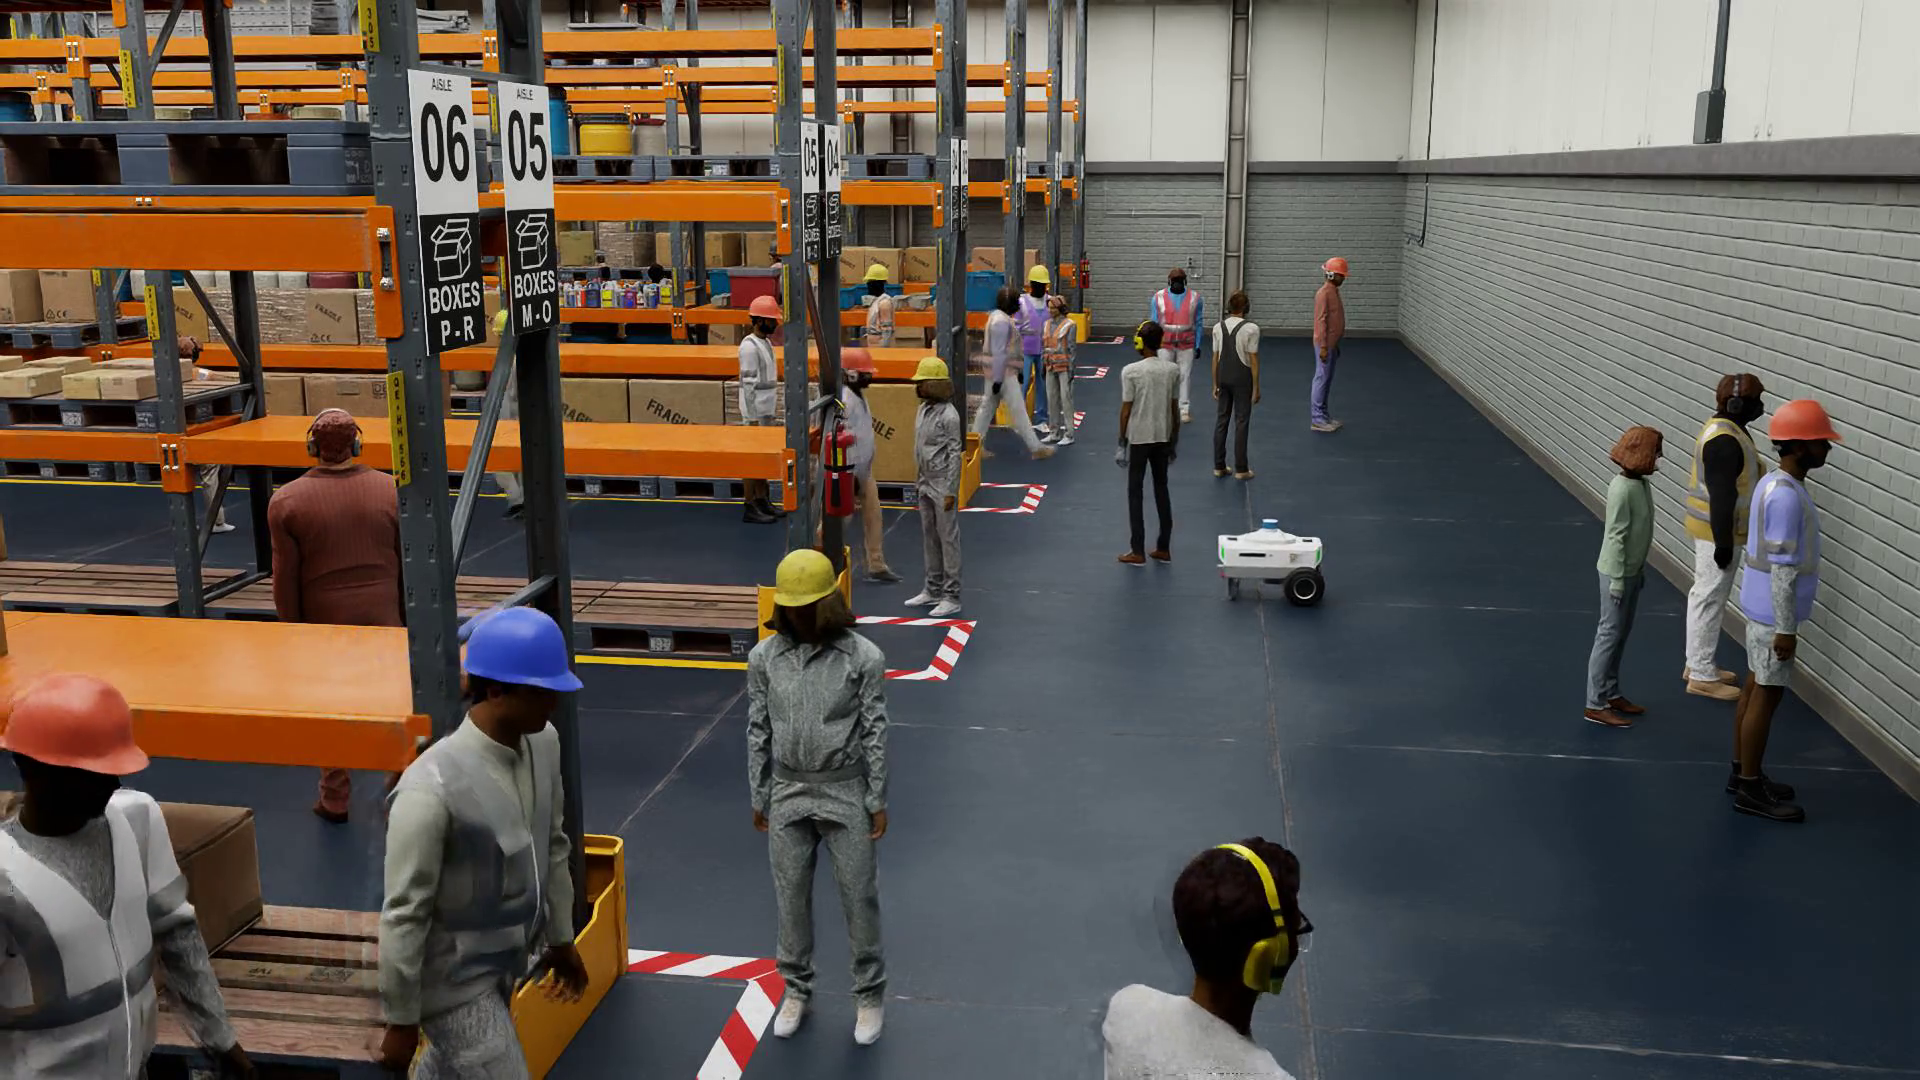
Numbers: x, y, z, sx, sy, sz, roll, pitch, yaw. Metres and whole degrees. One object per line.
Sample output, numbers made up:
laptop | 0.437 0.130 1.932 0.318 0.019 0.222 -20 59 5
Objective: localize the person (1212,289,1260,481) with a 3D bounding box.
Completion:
person | 2.666 -1.494 16.088 0.504 1.839 0.348 10 16 39

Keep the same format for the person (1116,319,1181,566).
person | 1.438 -0.735 12.618 0.516 1.858 0.338 -5 14 -23

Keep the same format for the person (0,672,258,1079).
person | -2.036 1.197 3.837 0.968 1.886 0.544 4 13 18

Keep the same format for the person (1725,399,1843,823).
person | 3.788 0.316 7.672 0.347 1.943 0.544 4 13 19

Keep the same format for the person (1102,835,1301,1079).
person | 0.490 1.416 2.930 0.619 1.849 0.539 -6 14 -25

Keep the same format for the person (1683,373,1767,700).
person | 4.354 -0.031 9.466 0.430 1.845 0.619 5 14 22

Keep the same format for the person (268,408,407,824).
person | -2.797 0.346 7.617 0.645 1.908 0.408 -8 15 -31

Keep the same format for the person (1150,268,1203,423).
person | 2.558 -2.304 19.731 0.634 1.839 0.429 1 13 5

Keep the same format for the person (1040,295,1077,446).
person | 1.079 -1.856 18.185 0.316 1.631 0.524 -11 16 -40

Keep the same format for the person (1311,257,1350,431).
person | 4.262 -2.259 19.185 0.389 1.990 0.610 6 14 25

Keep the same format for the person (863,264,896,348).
person | -0.914 -2.147 18.817 0.362 1.930 0.587 -3 13 -13

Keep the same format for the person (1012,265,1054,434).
person | 0.863 -2.153 18.881 0.596 1.914 0.398 -5 14 -23

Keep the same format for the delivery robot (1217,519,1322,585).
delivery robot | 2.151 0.100 11.591 0.707 0.478 0.477 1 13 6

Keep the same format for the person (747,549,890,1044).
person | -0.485 0.871 5.645 0.494 1.730 0.324 2 13 10

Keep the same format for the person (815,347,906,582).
person | -0.829 -0.529 11.975 0.777 1.727 0.565 4 13 16

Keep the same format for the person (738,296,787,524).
person | -1.669 -1.102 14.112 0.386 1.929 0.543 3 13 12

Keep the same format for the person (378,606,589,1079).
person | -1.189 1.094 4.256 0.973 1.886 0.617 3 13 12

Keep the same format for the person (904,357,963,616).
person | -0.170 -0.360 11.175 0.312 1.744 0.487 -7 14 -29

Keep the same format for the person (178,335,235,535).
person | -6.272 -0.853 13.637 0.522 1.638 0.310 1 13 4

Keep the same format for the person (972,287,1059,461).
person | 0.525 -1.707 17.143 0.972 1.785 0.639 -1 13 -5

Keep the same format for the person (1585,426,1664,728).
person | 3.588 0.189 8.966 0.279 1.627 0.501 9 15 35
